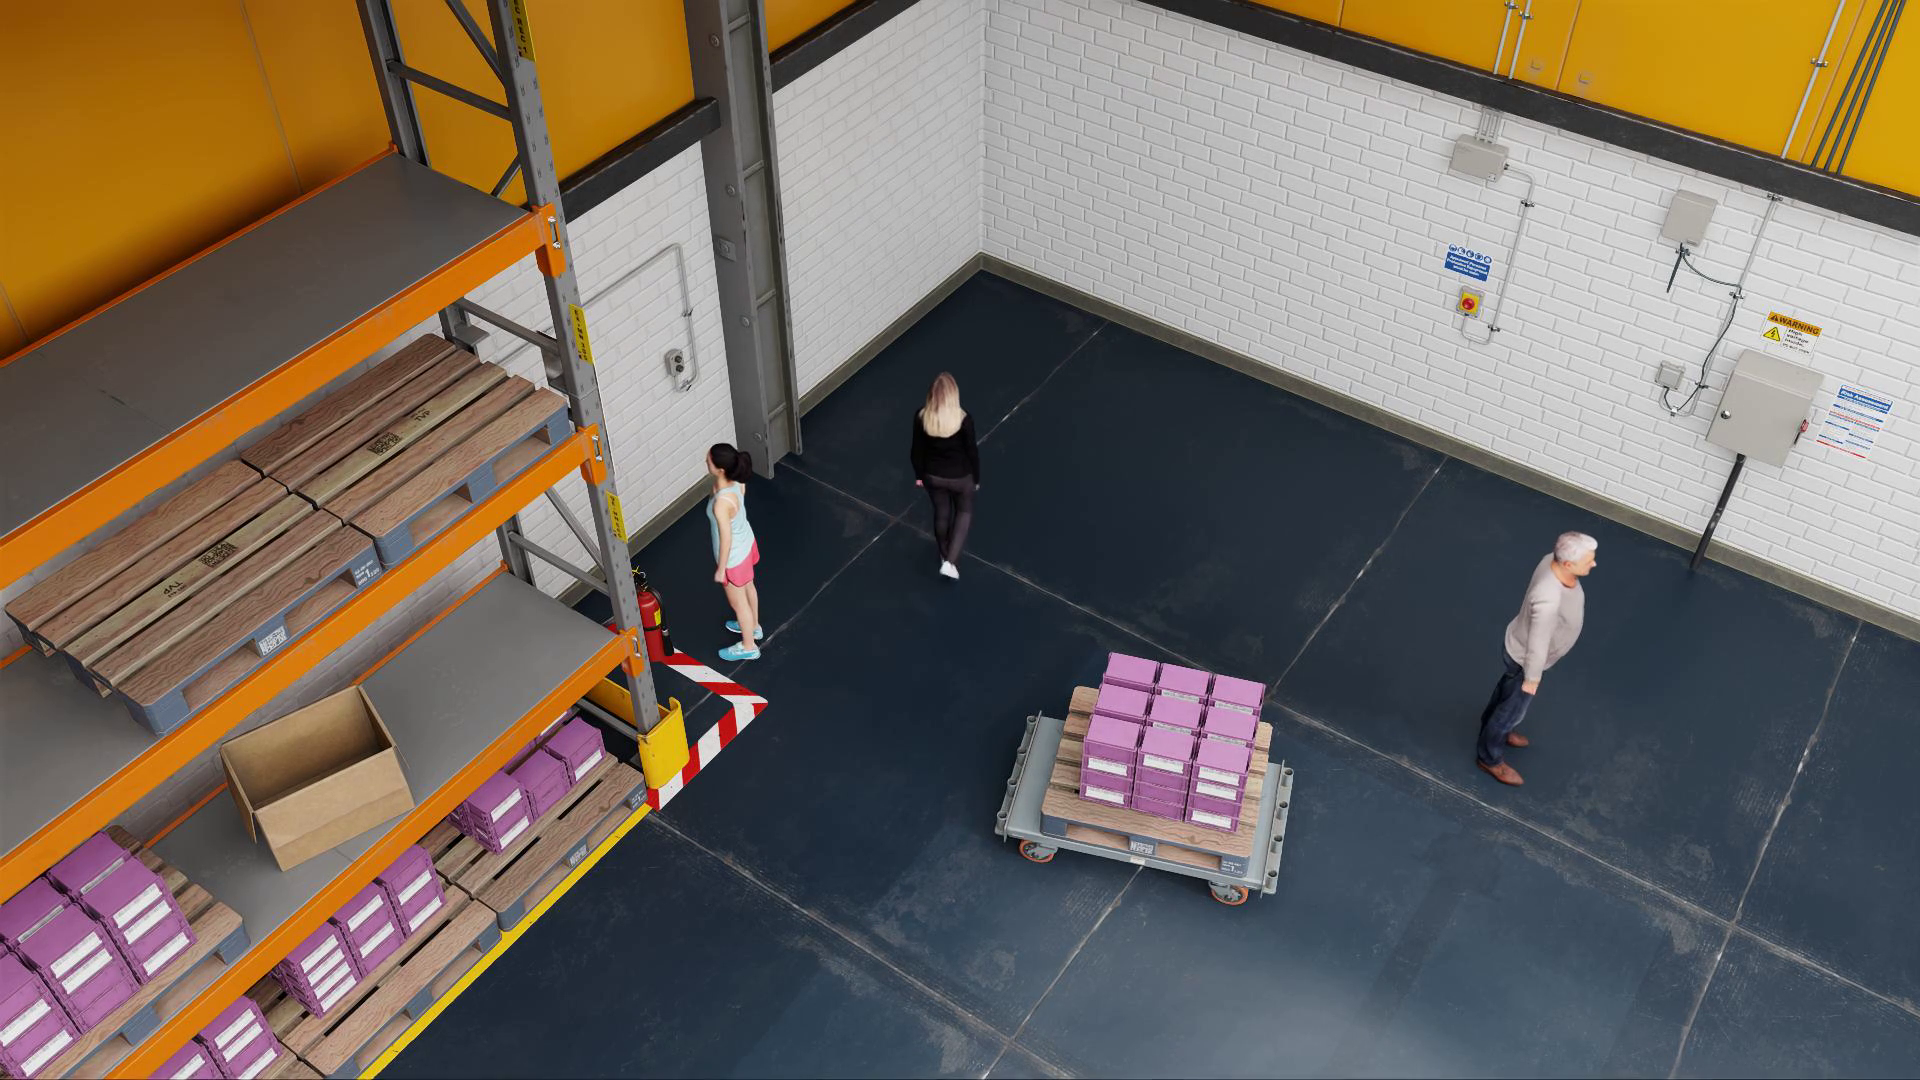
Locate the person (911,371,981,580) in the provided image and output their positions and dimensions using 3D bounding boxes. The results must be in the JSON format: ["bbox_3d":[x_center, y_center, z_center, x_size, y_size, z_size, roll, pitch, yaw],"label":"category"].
[{"bbox_3d":[-0.097,-0.363,11.079,0.793,1.678,0.894,8,44,9],"label":"person"}]

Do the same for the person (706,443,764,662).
[{"bbox_3d":[-1.443,0.068,10.563,0.747,1.765,0.664,5,44,5],"label":"person"}]

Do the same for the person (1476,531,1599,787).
[{"bbox_3d":[3.386,0.657,9.841,0.840,1.910,0.639,17,46,17],"label":"person"}]
